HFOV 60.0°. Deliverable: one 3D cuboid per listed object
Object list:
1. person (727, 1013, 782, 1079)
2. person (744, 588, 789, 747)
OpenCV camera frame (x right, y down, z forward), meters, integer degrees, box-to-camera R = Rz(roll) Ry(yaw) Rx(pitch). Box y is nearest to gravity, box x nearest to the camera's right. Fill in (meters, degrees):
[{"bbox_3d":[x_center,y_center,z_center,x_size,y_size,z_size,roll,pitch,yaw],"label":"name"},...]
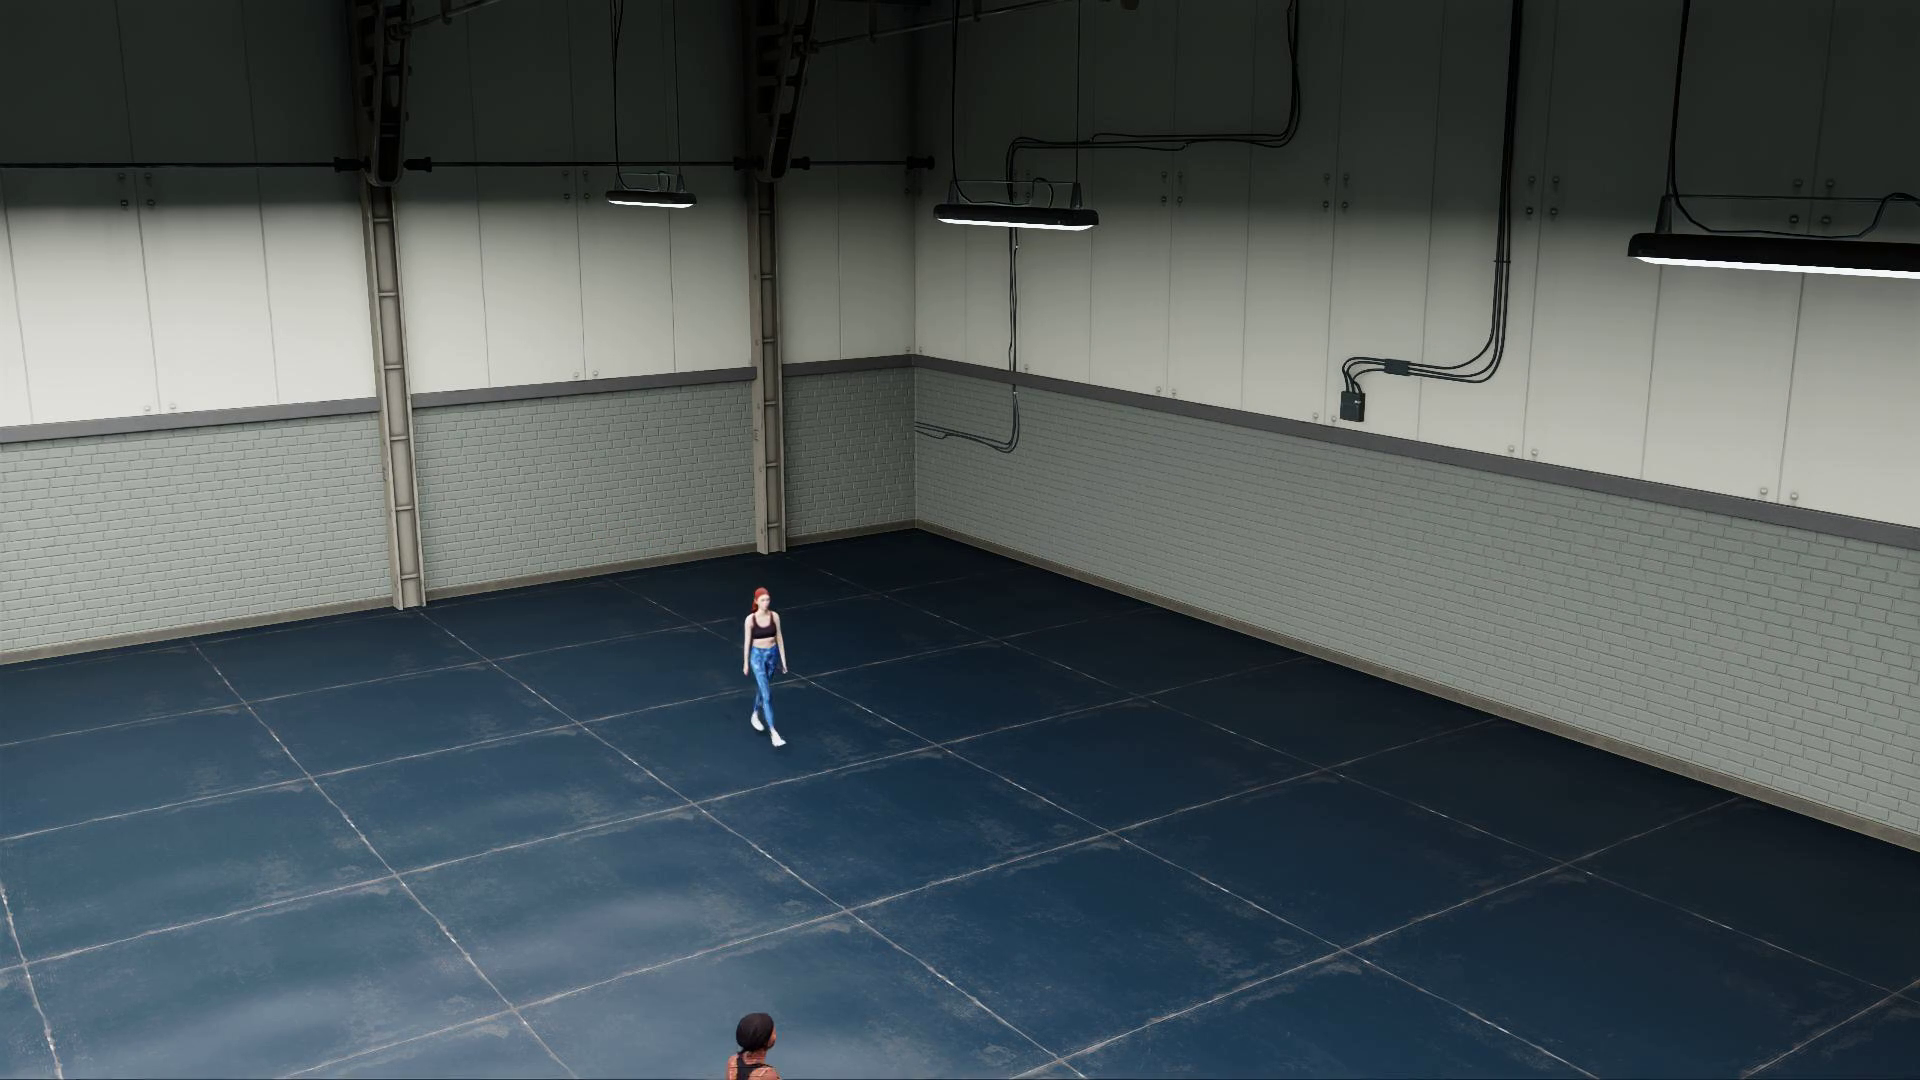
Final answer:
[{"bbox_3d":[-1.239,3.544,9.506,0.765,1.654,1.163,11,17,40],"label":"person"},{"bbox_3d":[-2.216,1.400,18.603,1.194,1.727,0.707,-7,15,-29],"label":"person"}]
